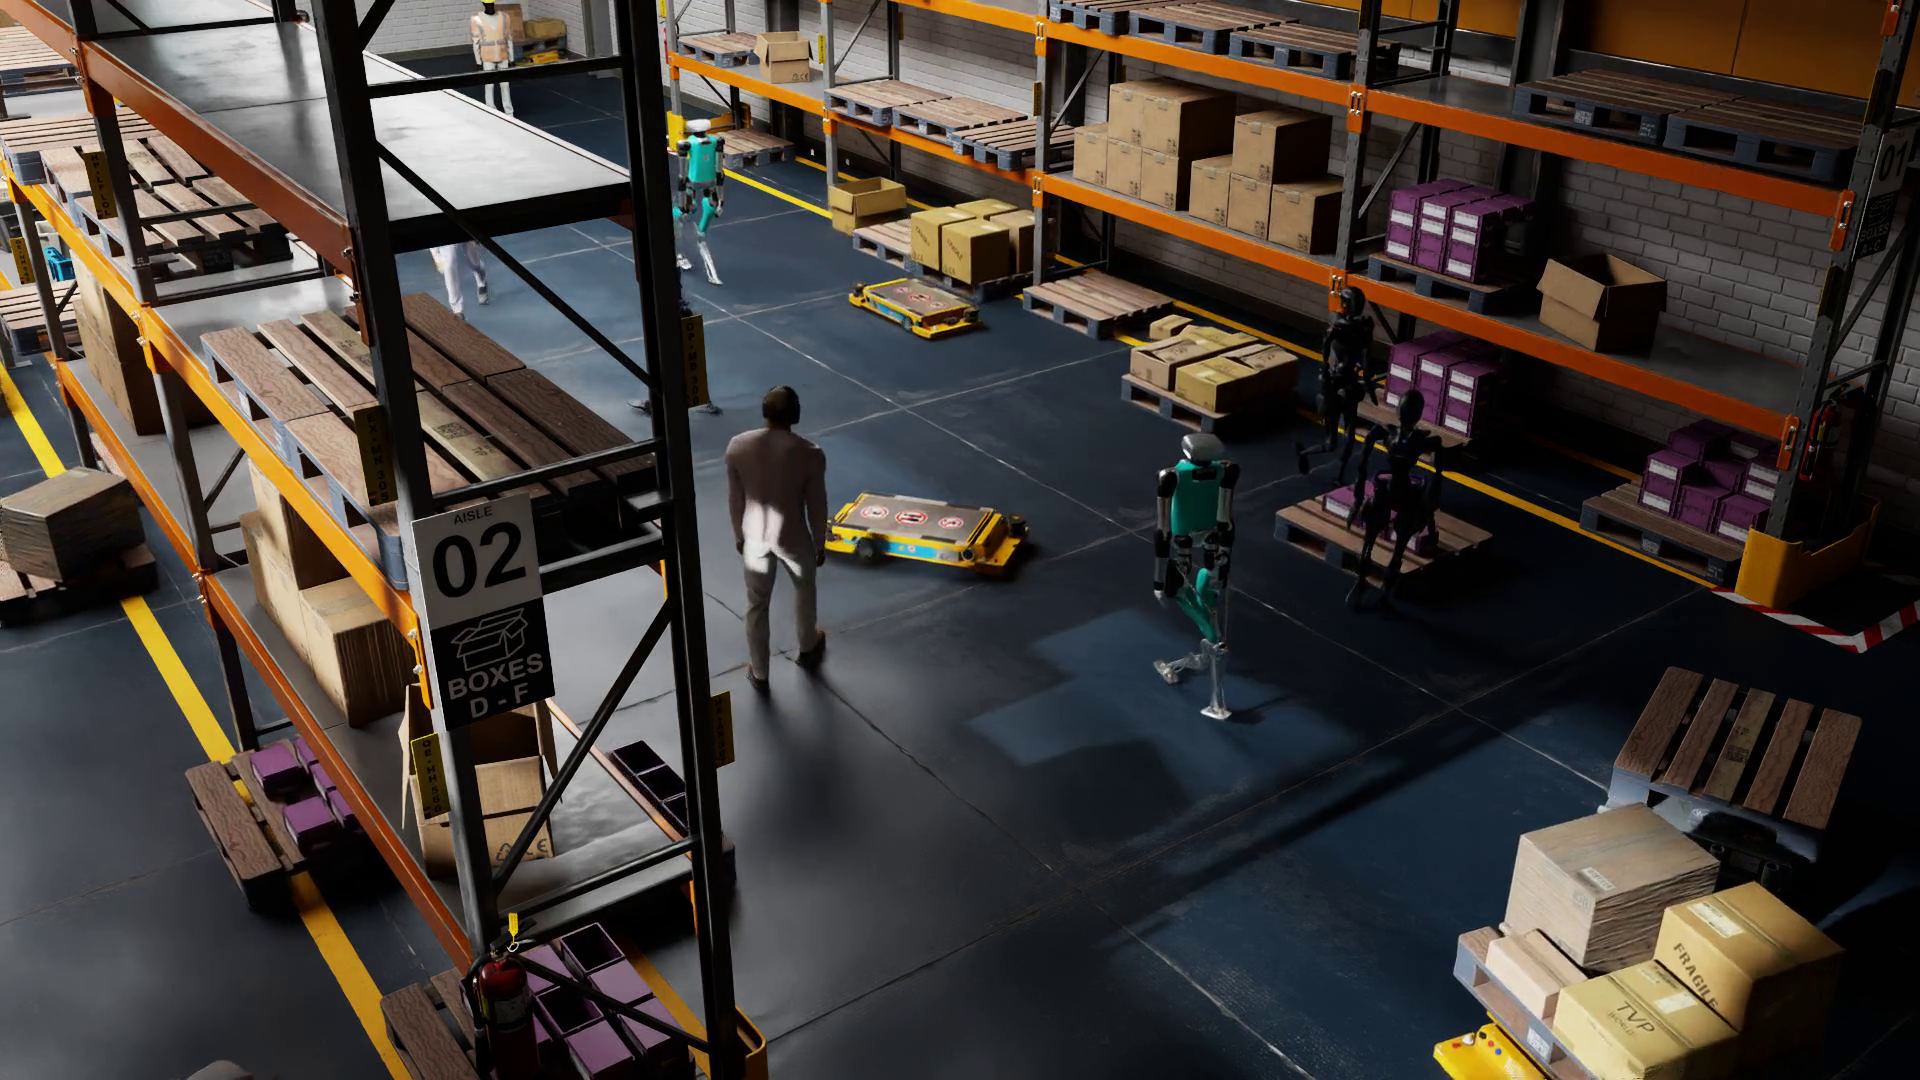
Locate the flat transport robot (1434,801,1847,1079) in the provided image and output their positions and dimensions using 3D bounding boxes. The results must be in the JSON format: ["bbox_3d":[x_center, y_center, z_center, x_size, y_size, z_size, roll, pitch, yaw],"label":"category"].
[{"bbox_3d":[2.919,2.282,7.449,1.431,0.231,0.659,-10,28,-19],"label":"flat transport robot"}]

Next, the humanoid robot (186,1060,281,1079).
[{"bbox_3d":[-2.547,2.436,5.601,0.820,1.836,0.549,12,29,23],"label":"humanoid robot"}]

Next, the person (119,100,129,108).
[{"bbox_3d":[-10.325,-5.454,20.985,0.607,1.927,0.853,-22,34,-37],"label":"person"}]

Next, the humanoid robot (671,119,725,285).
[{"bbox_3d":[-2.841,-3.603,17.595,0.537,1.780,1.035,-18,32,-32],"label":"humanoid robot"}]

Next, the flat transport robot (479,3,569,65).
[{"bbox_3d":[-7.434,-8.263,28.423,1.431,0.231,0.659,16,31,29],"label":"flat transport robot"}]

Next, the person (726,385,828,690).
[{"bbox_3d":[-1.105,-0.026,10.241,0.626,1.897,0.690,3,27,7],"label":"person"}]

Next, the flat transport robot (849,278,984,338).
[{"bbox_3d":[-0.451,-2.341,16.643,0.659,0.231,1.431,-18,32,-32],"label":"flat transport robot"}]

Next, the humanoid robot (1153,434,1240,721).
[{"bbox_3d":[1.486,0.297,9.822,0.553,1.761,1.045,-11,29,-21],"label":"humanoid robot"}]

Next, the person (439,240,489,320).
[{"bbox_3d":[-4.947,-3.131,16.372,0.491,1.926,0.824,-1,27,-3],"label":"person"}]

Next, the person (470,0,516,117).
[{"bbox_3d":[-6.705,-6.960,23.987,0.586,1.927,0.367,-15,30,-28],"label":"person"}]

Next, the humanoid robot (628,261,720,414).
[{"bbox_3d":[-2.479,-1.840,14.124,0.778,1.621,0.600,8,28,15],"label":"humanoid robot"}]

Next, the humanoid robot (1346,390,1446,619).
[{"bbox_3d":[2.848,-0.236,10.898,0.586,1.646,0.379,9,28,17],"label":"humanoid robot"}]

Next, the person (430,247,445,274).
[{"bbox_3d":[-5.678,-3.766,17.755,0.649,1.811,0.512,-18,32,-31],"label":"person"}]

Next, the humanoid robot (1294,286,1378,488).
[{"bbox_3d":[2.905,-1.184,12.781,0.584,1.646,0.489,-19,32,-32],"label":"humanoid robot"}]

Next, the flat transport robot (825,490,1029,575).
[{"bbox_3d":[-0.274,-0.059,12.104,1.431,0.231,0.659,8,28,16],"label":"flat transport robot"}]

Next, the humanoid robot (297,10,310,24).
[{"bbox_3d":[-9.286,-6.764,23.898,0.718,1.630,0.608,-3,27,-5],"label":"humanoid robot"}]
